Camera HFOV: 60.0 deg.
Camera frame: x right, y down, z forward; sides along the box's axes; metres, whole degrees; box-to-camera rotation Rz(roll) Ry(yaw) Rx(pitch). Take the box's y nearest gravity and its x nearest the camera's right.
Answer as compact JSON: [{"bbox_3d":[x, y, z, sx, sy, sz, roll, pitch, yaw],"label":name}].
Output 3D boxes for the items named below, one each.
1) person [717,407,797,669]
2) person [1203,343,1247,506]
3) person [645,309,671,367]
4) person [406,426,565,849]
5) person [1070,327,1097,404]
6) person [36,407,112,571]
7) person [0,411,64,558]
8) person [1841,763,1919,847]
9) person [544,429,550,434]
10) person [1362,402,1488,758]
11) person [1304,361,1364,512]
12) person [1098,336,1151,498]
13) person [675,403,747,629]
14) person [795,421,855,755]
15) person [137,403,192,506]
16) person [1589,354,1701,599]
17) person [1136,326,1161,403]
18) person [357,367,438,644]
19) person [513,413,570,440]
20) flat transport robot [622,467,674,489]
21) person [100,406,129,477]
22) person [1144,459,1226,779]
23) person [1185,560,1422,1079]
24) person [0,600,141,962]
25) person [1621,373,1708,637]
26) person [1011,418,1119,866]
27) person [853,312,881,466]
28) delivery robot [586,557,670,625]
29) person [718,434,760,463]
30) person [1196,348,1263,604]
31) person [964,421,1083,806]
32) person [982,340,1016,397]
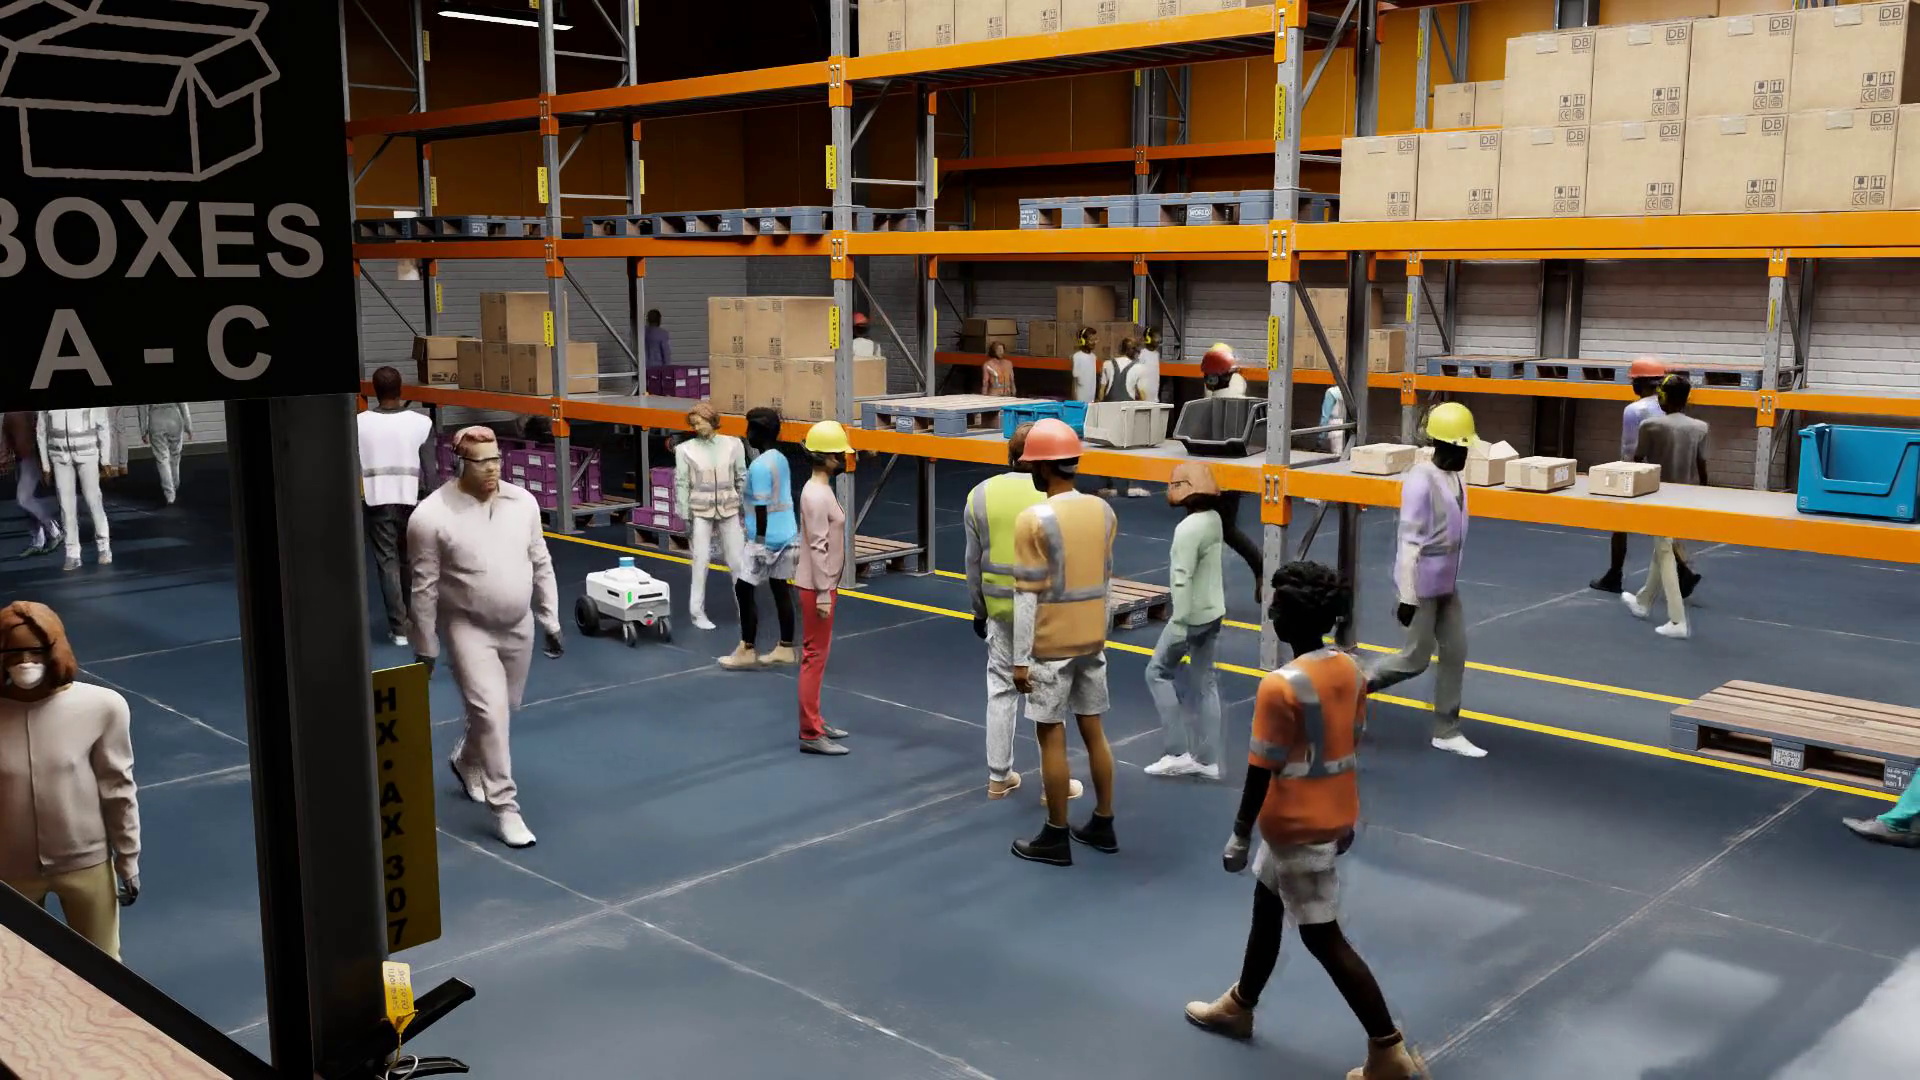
[{"bbox_3d":[-1.319,-0.008,10.627,0.567,1.680,0.554,2,10,13],"label":"person"},{"bbox_3d":[2.647,-1.083,16.831,0.618,1.819,0.523,-8,12,-42],"label":"person"},{"bbox_3d":[-4.944,-2.741,26.685,0.641,1.922,0.692,7,11,36],"label":"person"},{"bbox_3d":[-2.181,0.395,7.621,0.954,1.868,0.662,8,12,42],"label":"person"},{"bbox_3d":[1.501,-1.729,20.713,0.607,1.854,0.511,7,11,36],"label":"person"},{"bbox_3d":[-7.588,-0.678,14.274,0.608,1.878,0.601,-2,9,-11],"label":"person"},{"bbox_3d":[-8.254,-0.702,14.658,0.532,1.751,0.370,8,12,40],"label":"person"},{"bbox_3d":[4.445,0.535,7.242,0.908,1.709,0.539,4,10,25],"label":"person"},{"bbox_3d":[-6.329,-2.601,25.866,0.407,1.910,0.639,-1,9,-5],"label":"person"},{"bbox_3d":[2.377,0.201,8.749,0.780,1.888,0.616,7,12,36],"label":"person"},{"bbox_3d":[3.988,-1.094,17.577,0.533,1.588,0.853,-8,12,-39],"label":"person"},{"bbox_3d":[1.854,-1.371,18.610,0.713,1.820,0.467,3,10,20],"label":"person"},{"bbox_3d":[-1.744,-0.169,11.874,0.564,1.614,0.334,-3,10,-17],"label":"person"},{"bbox_3d":[-0.713,0.247,8.839,0.326,1.767,0.533,-1,9,-3],"label":"person"},{"bbox_3d":[-8.658,-1.221,18.107,0.501,1.682,0.926,-6,11,-35],"label":"person"},{"bbox_3d":[5.351,-0.482,12.890,0.556,1.909,0.881,-5,10,-28],"label":"person"},{"bbox_3d":[2.380,-1.863,21.580,0.854,1.845,0.535,7,11,36],"label":"person"},{"bbox_3d":[-3.966,-0.259,11.578,0.594,1.882,0.897,-4,10,-25],"label":"person"},{"bbox_3d":[-6.233,-2.445,24.710,0.719,1.974,0.624,0,9,2],"label":"person"},{"bbox_3d":[-3.111,-0.702,19.222,1.431,0.197,0.652,3,10,16],"label":"flat transport robot"},{"bbox_3d":[-10.521,-1.695,20.517,0.429,1.844,0.627,0,9,-2],"label":"person"},{"bbox_3d":[1.135,0.401,8.364,0.465,1.613,0.501,6,11,33],"label":"person"},{"bbox_3d":[1.107,0.889,5.235,0.861,1.656,0.539,7,11,36],"label":"person"},{"bbox_3d":[-2.656,0.971,4.848,0.496,1.625,0.285,-4,10,-25],"label":"person"},{"bbox_3d":[4.970,-0.263,11.815,0.538,1.822,0.991,-2,9,-9],"label":"person"},{"bbox_3d":[0.431,0.437,7.222,0.556,1.924,0.435,-7,12,-38],"label":"person"},{"bbox_3d":[-1.293,-1.980,21.803,0.617,2.005,1.030,-6,11,-31],"label":"person"},{"bbox_3d":[-2.307,0.363,11.546,0.477,0.478,0.707,-7,12,-37],"label":"delivery robot"},{"bbox_3d":[-2.210,-1.182,17.068,0.635,1.939,0.362,2,10,14],"label":"person"},{"bbox_3d":[1.998,-0.450,12.467,0.626,1.978,0.741,-8,13,-42],"label":"person"},{"bbox_3d":[0.342,0.351,7.970,0.635,1.841,0.429,5,10,26],"label":"person"},{"bbox_3d":[0.471,-1.863,22.226,0.521,1.617,0.668,-8,12,-40],"label":"person"}]
